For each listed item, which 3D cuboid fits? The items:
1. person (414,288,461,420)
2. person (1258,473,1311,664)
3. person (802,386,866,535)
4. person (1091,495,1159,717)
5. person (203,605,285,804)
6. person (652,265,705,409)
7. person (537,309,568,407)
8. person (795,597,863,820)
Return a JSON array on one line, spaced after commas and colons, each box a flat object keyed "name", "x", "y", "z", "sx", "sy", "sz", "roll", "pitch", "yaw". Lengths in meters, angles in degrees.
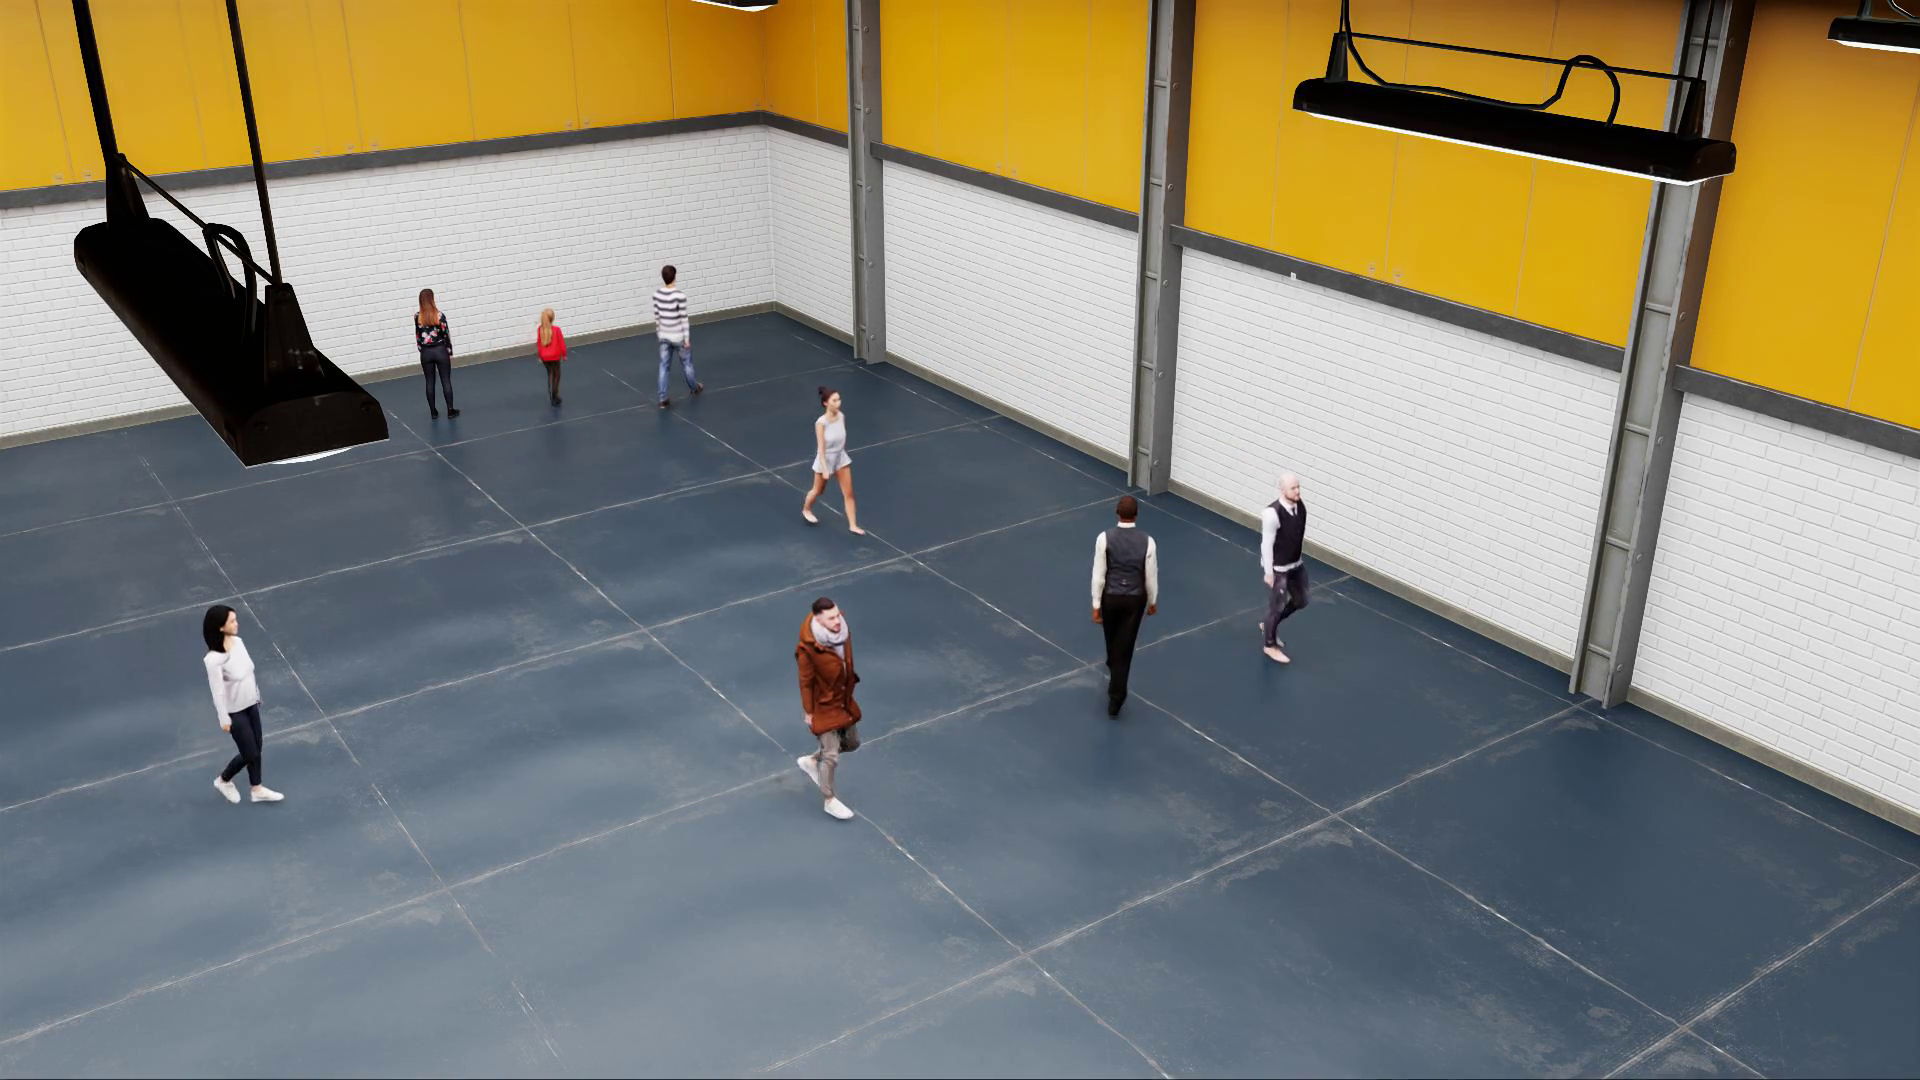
[{"name": "person", "x": -6.643, "y": -2.363, "z": 21.033, "sx": 0.654, "sy": 1.684, "sz": 0.675, "roll": 0, "pitch": 24, "yaw": -1}, {"name": "person", "x": 2.841, "y": 0.226, "z": 14.961, "sx": 0.729, "sy": 1.802, "sz": 0.717, "roll": -20, "pitch": 30, "yaw": -38}, {"name": "person", "x": -1.433, "y": -0.844, "z": 17.707, "sx": 1.118, "sy": 1.565, "sz": 0.736, "roll": 20, "pitch": 31, "yaw": 38}, {"name": "person", "x": 1.367, "y": 0.587, "z": 14.047, "sx": 1.213, "sy": 1.873, "sz": 1.269, "roll": 4, "pitch": 24, "yaw": 10}, {"name": "person", "x": -5.582, "y": 1.277, "z": 12.692, "sx": 0.877, "sy": 1.695, "sz": 0.816, "roll": 1, "pitch": 24, "yaw": 3}, {"name": "person", "x": -3.736, "y": -2.577, "z": 21.365, "sx": 1.142, "sy": 1.810, "sz": 1.144, "roll": 7, "pitch": 25, "yaw": 16}, {"name": "person", "x": -5.306, "y": -2.348, "z": 21.513, "sx": 0.632, "sy": 1.271, "sz": 0.692, "roll": 4, "pitch": 24, "yaw": 9}, {"name": "person", "x": -1.050, "y": 1.235, "z": 12.627, "sx": 0.960, "sy": 1.823, "sz": 0.869, "roll": 14, "pitch": 27, "yaw": 29}]
